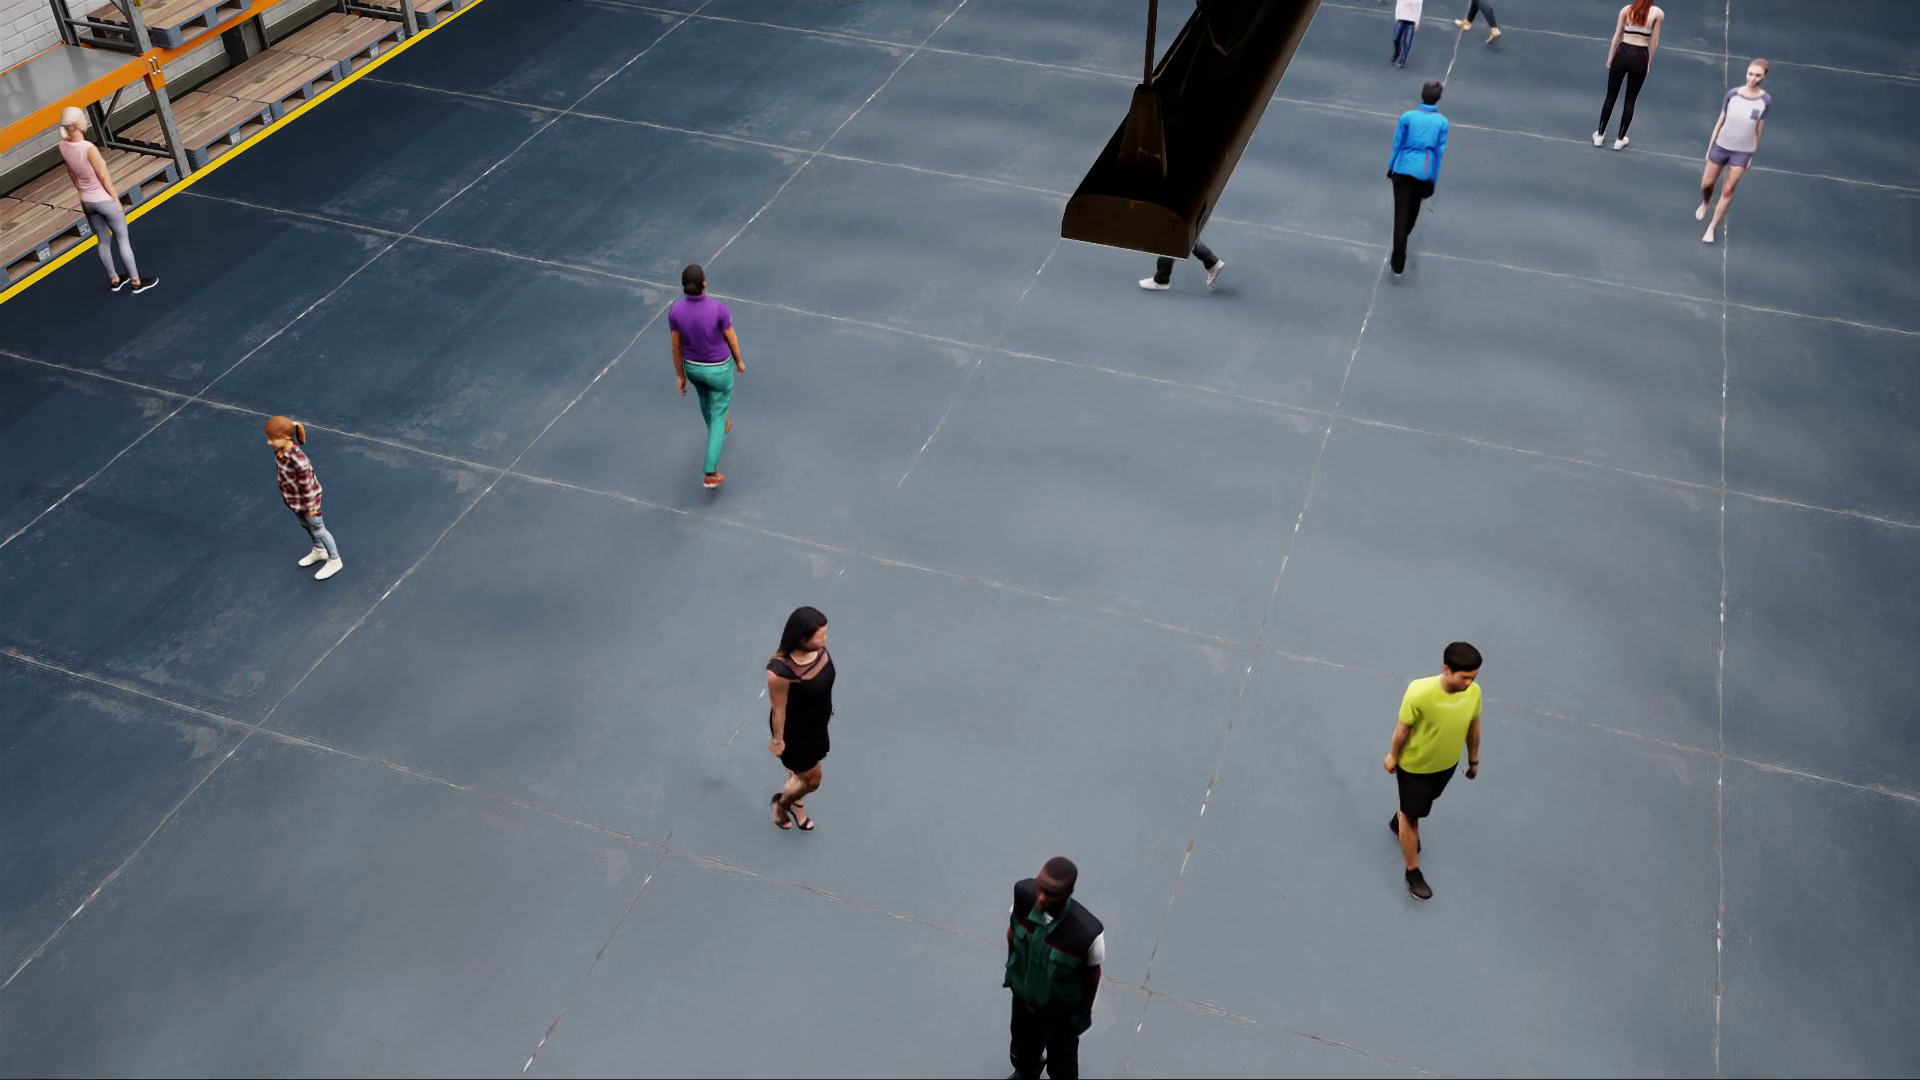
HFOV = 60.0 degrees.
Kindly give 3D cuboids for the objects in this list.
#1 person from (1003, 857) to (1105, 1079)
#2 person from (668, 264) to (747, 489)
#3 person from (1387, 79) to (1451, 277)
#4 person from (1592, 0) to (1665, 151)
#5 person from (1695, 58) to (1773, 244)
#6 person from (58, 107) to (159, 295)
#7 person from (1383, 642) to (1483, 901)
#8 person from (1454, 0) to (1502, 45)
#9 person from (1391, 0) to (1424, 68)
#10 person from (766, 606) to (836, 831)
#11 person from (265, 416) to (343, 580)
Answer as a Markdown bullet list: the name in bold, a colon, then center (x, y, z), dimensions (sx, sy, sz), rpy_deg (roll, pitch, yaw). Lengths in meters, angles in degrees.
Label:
- **person**: center (0.437, 2.184, 8.129), dimensions (0.755, 1.840, 0.720), rpy_deg (26, 45, 29)
- **person**: center (-1.901, -1.201, 12.453), dimensions (0.803, 1.731, 1.251), rpy_deg (6, 39, 7)
- **person**: center (4.075, -3.223, 14.978), dimensions (0.821, 1.739, 1.263), rpy_deg (4, 39, 5)
- **person**: center (6.869, -4.883, 17.061), dimensions (0.619, 1.736, 0.596), rpy_deg (19, 42, 22)
- **person**: center (7.242, -3.665, 15.520), dimensions (0.621, 1.755, 0.763), rpy_deg (20, 43, 23)
- **person**: center (-7.612, -2.991, 14.704), dimensions (0.567, 1.721, 0.525), rpy_deg (11, 40, 13)
- **person**: center (2.652, 1.177, 9.512), dimensions (0.945, 1.686, 1.042), rpy_deg (-10, 40, -12)
- **person**: center (6.154, -6.635, 19.234), dimensions (1.062, 1.761, 1.081), rpy_deg (-19, 42, -22)
- **person**: center (5.100, -5.948, 18.903), dimensions (0.454, 1.101, 0.474), rpy_deg (15, 41, 18)
- **person**: center (-1.004, 1.047, 9.669), dimensions (0.757, 1.693, 0.600), rpy_deg (19, 42, 22)
- **person**: center (-4.621, -0.326, 11.700), dimensions (0.591, 1.303, 0.602), rpy_deg (30, 48, 32)
